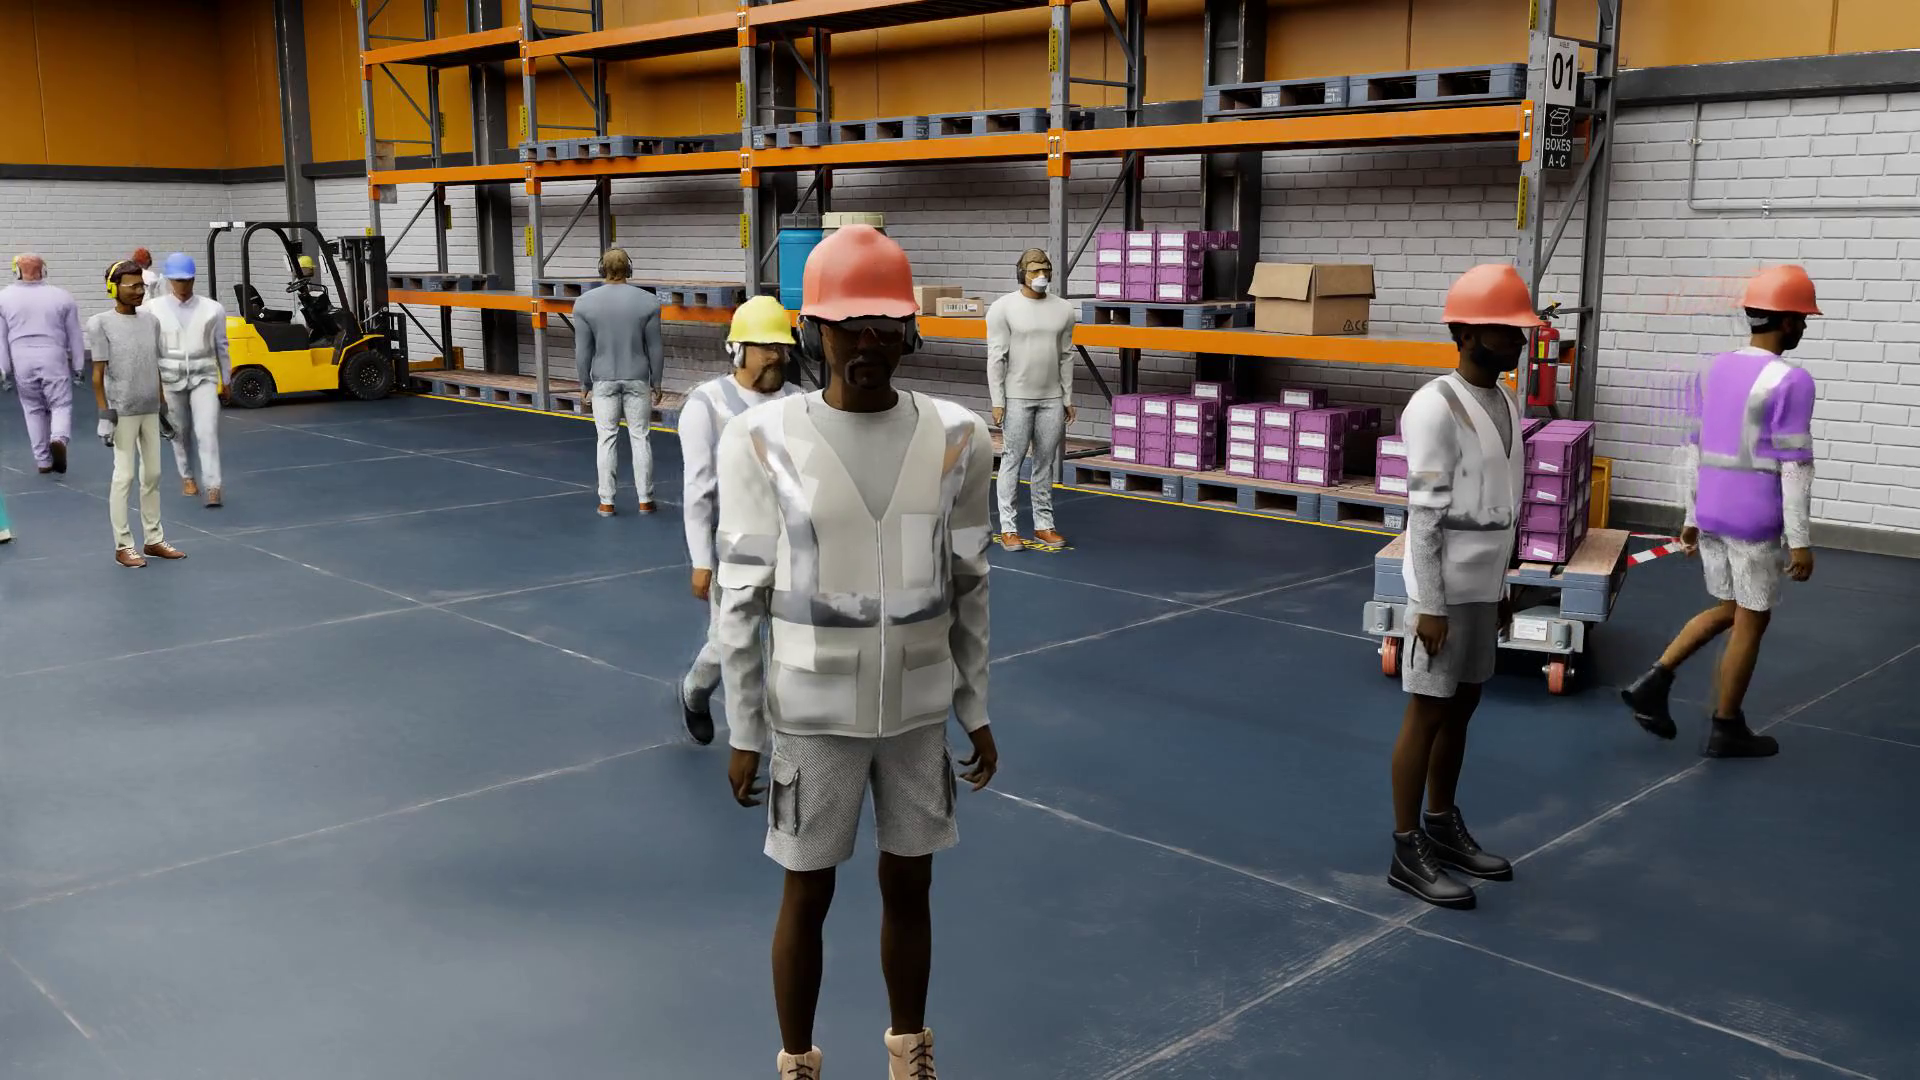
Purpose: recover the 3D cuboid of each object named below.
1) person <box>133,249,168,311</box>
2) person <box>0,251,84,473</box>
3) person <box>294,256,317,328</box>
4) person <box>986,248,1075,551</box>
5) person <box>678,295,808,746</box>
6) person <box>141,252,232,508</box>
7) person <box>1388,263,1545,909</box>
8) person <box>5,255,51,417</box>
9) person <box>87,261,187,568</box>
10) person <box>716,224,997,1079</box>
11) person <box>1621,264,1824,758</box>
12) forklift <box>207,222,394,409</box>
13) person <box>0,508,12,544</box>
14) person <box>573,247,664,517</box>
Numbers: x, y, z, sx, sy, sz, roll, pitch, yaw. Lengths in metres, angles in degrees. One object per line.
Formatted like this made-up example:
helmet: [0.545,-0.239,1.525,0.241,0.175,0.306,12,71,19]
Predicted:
person: [-10.869,-2.965,22.286,0.603,1.828,1.001,-2,11,-9]
person: [-7.728,-1.470,13.979,0.653,1.890,0.718,-4,11,-22]
person: [-8.858,-2.979,22.602,0.323,1.742,0.492,-8,13,-38]
person: [0.470,-0.902,10.742,0.631,1.940,0.372,-5,12,-26]
person: [-0.783,-0.003,6.186,0.599,1.813,0.751,-8,13,-36]
person: [-5.850,-1.224,12.608,0.610,1.904,1.006,-5,11,-24]
person: [1.553,0.135,5.086,0.372,1.939,0.544,10,14,43]
person: [-10.226,-2.245,18.415,0.550,1.811,0.611,6,12,31]
person: [-5.069,-0.774,10.239,0.316,1.867,0.531,4,11,22]
person: [-0.204,0.360,3.575,0.613,2.043,0.374,-4,11,-19]
person: [2.967,-0.085,6.360,0.569,1.917,0.567,-2,11,-10]
forklift: [-8.169,-2.758,20.163,2.313,2.155,1.214,-10,14,-44]
person: [-6.662,-0.772,10.674,0.933,1.694,0.533,-3,11,-15]
person: [-2.448,-1.132,11.997,0.629,1.940,0.372,-2,11,-11]
